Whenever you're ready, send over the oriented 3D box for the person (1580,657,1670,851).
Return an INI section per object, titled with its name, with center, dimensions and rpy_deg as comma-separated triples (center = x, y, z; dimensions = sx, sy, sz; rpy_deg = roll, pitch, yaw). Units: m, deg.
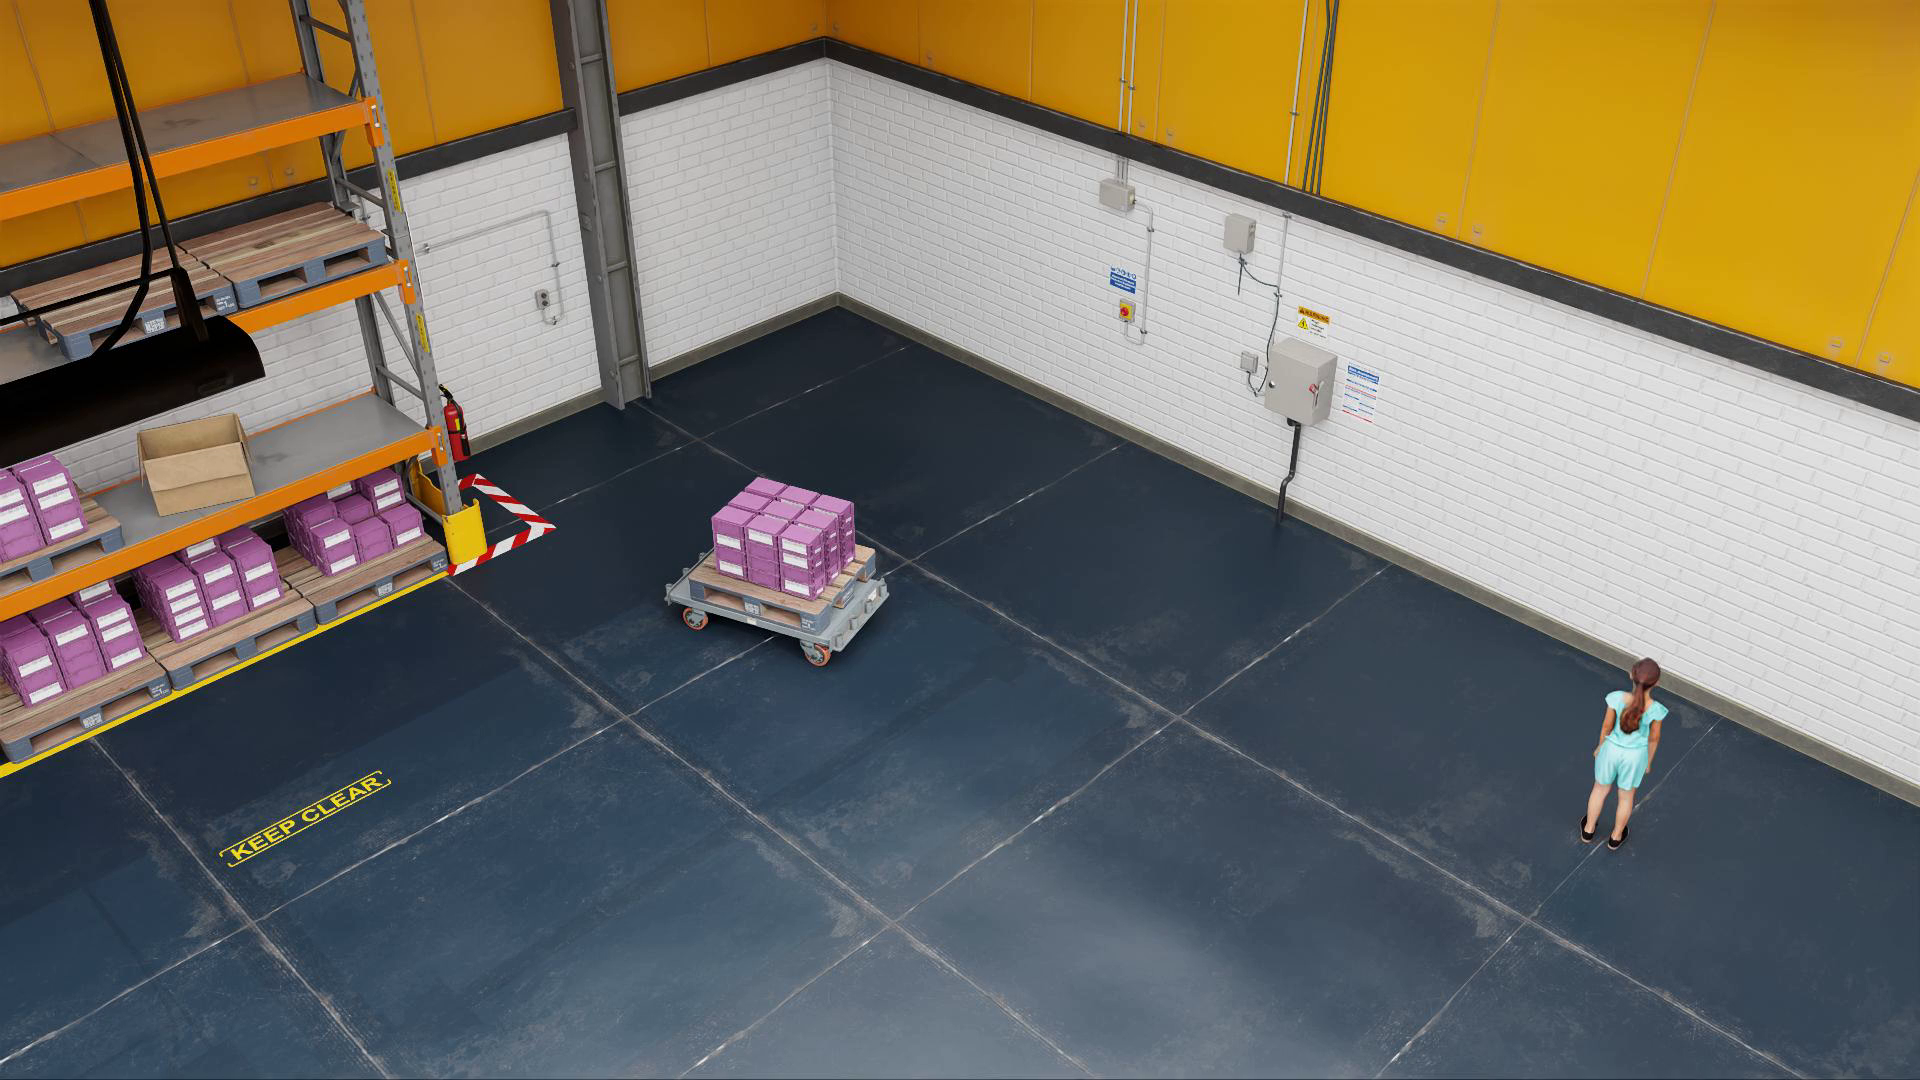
[person]
center = 4.493, 1.438, 11.252
dimensions = 0.614, 1.558, 0.636
rpy_deg = 16, 37, 23
